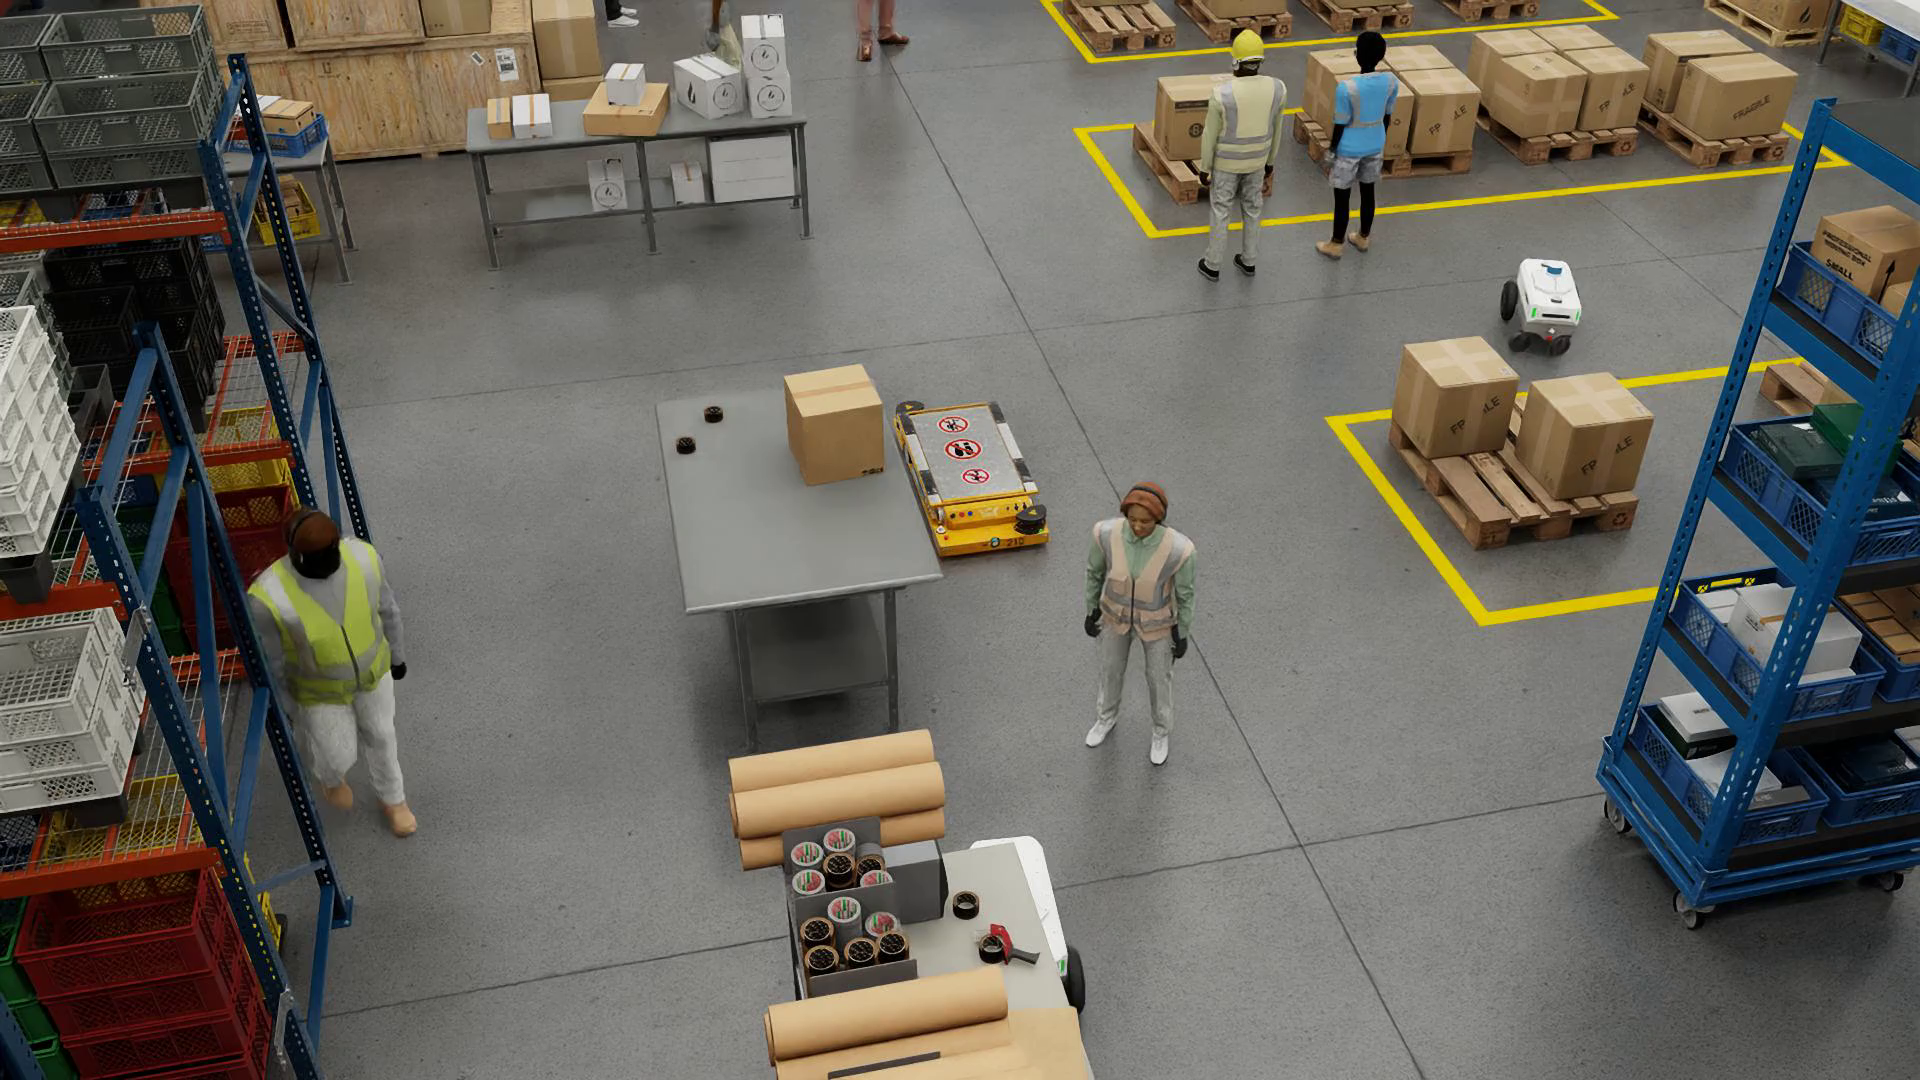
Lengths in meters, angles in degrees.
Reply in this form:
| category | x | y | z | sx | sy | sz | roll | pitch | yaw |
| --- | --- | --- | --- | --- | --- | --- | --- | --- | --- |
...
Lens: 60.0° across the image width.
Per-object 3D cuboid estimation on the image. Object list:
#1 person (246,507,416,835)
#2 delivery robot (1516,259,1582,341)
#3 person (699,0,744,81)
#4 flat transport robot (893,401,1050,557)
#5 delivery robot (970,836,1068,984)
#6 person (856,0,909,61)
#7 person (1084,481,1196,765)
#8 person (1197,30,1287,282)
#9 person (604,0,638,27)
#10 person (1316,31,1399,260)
| category | x | y | z | sx | sy | sz | roll | pitch | yaw |
| --- | --- | --- | --- | --- | --- | --- | --- | --- | --- |
| person | -2.776 | 0.595 | 7.431 | 0.662 | 1.834 | 0.508 | -30 | 46 | -34 |
| delivery robot | 4.063 | -1.686 | 11.485 | 0.477 | 0.478 | 0.707 | 5 | 37 | 7 |
| person | -2.069 | -4.404 | 14.151 | 0.582 | 1.829 | 0.533 | -16 | 39 | -20 |
| flat transport robot | 0.046 | -0.430 | 10.108 | 0.652 | 0.197 | 1.431 | -8 | 37 | -10 |
| delivery robot | 0.234 | 1.591 | 7.081 | 0.477 | 0.478 | 0.707 | -5 | 37 | -6 |
| person | -0.752 | -5.488 | 15.573 | 0.733 | 1.881 | 0.404 | -29 | 46 | -33 |
| person | 0.841 | 0.391 | 7.879 | 0.530 | 1.626 | 0.322 | 13 | 39 | 17 |
| person | 1.995 | -2.735 | 11.917 | 0.597 | 1.824 | 0.403 | -10 | 38 | -13 |
| person | -3.442 | -5.999 | 16.232 | 0.379 | 1.910 | 0.592 | -9 | 37 | -11 |
| person | 2.923 | -2.894 | 12.232 | 0.540 | 1.695 | 0.317 | -16 | 40 | -20 |
